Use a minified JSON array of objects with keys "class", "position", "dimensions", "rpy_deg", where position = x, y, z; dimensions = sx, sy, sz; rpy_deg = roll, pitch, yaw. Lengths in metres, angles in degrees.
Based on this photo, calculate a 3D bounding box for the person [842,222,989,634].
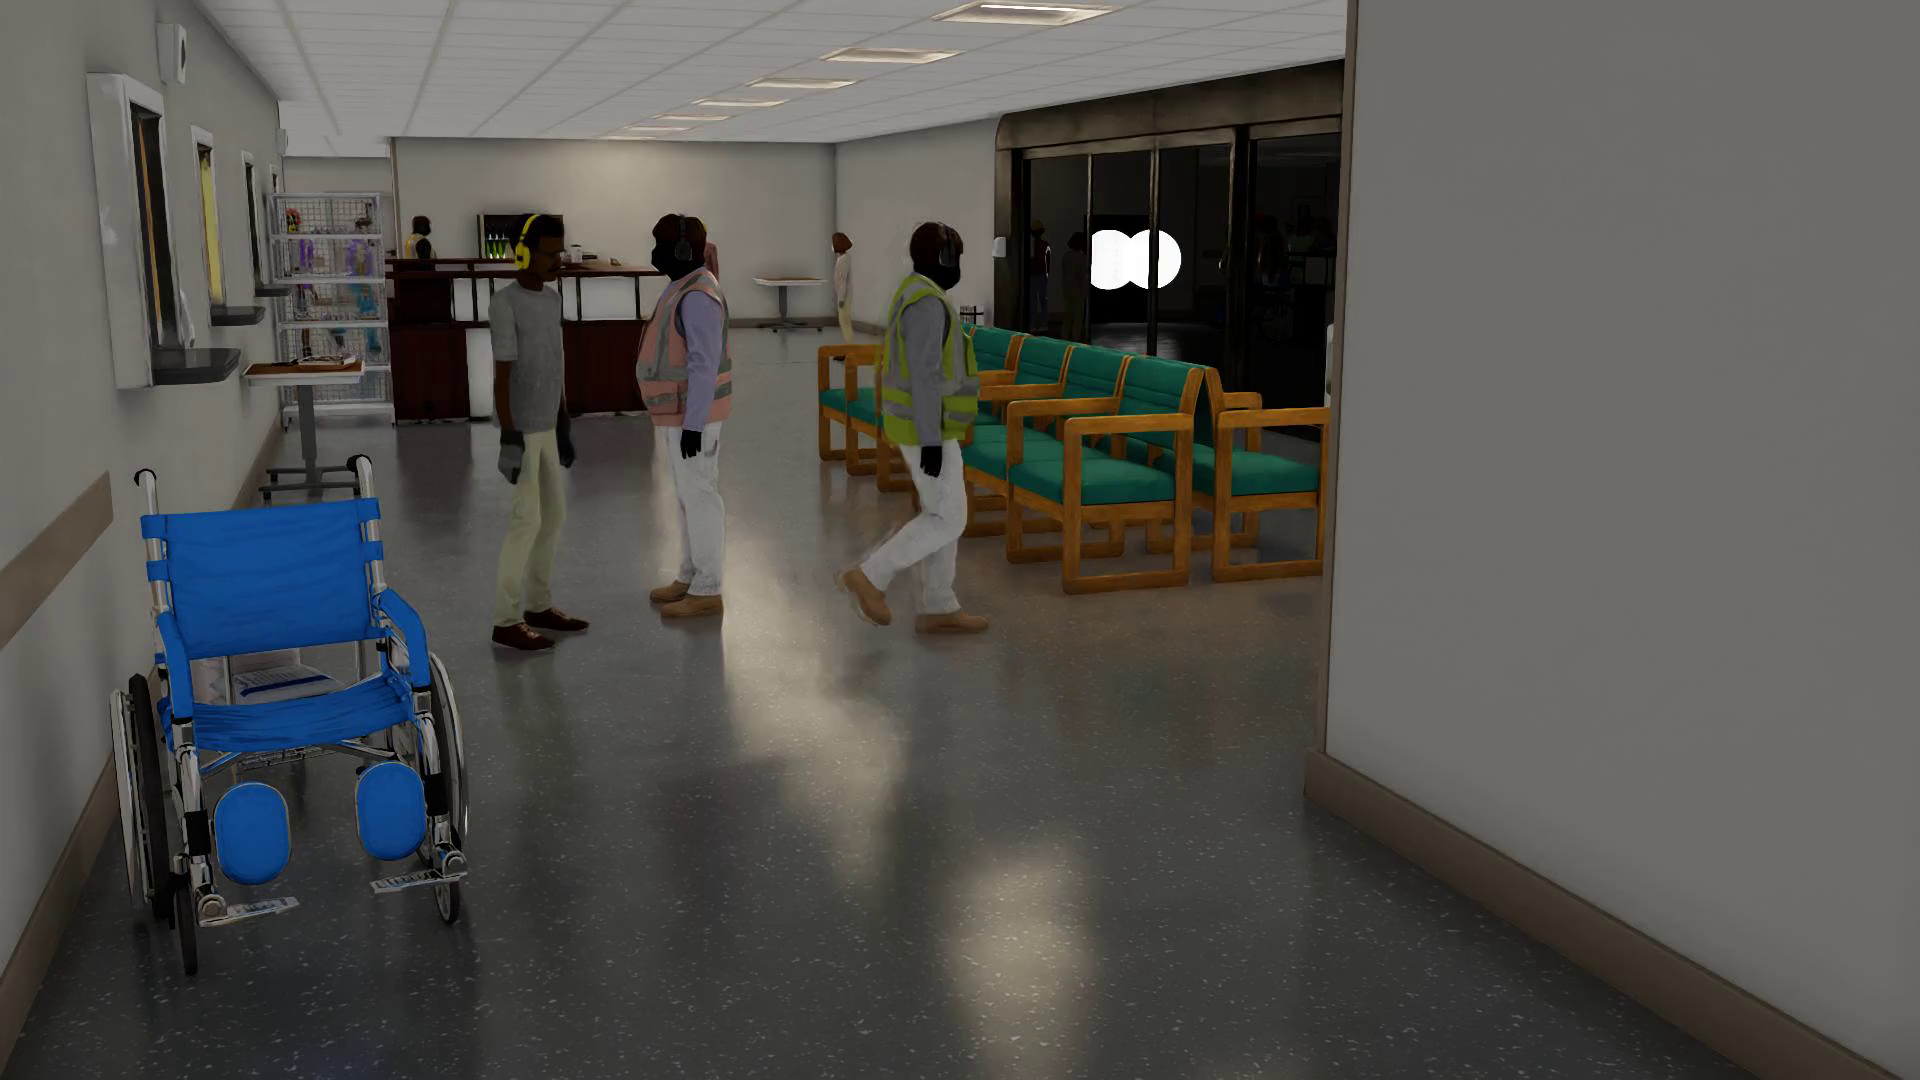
[{"class":"person","position":[-0.176,-0.464,7.222],"dimensions":[0.542,1.807,0.644],"rpy_deg":[0,11,-1]}]

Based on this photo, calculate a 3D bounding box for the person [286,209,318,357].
[{"class":"person","position":[-8.275,-3.154,20.701],"dimensions":[0.552,1.932,0.379],"rpy_deg":[-9,14,-40]}]

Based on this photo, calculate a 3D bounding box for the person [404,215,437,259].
[{"class":"person","position":[-7.426,-3.552,22.989],"dimensions":[0.430,1.842,0.631],"rpy_deg":[-7,13,-34]}]

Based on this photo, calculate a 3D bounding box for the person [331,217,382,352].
[{"class":"person","position":[-8.108,-3.425,22.398],"dimensions":[0.678,1.818,0.589],"rpy_deg":[-5,12,-24]}]

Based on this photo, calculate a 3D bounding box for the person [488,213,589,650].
[{"class":"person","position":[-1.816,-0.461,7.126],"dimensions":[0.366,1.846,0.531],"rpy_deg":[2,11,11]}]

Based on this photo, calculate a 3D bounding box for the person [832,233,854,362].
[{"class":"person","position":[-1.492,-3.093,21.198],"dimensions":[0.285,1.627,0.504],"rpy_deg":[0,11,0]}]

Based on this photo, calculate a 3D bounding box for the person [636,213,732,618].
[{"class":"person","position":[-1.267,-0.566,7.666],"dimensions":[0.429,1.844,0.623],"rpy_deg":[-3,12,-17]}]
